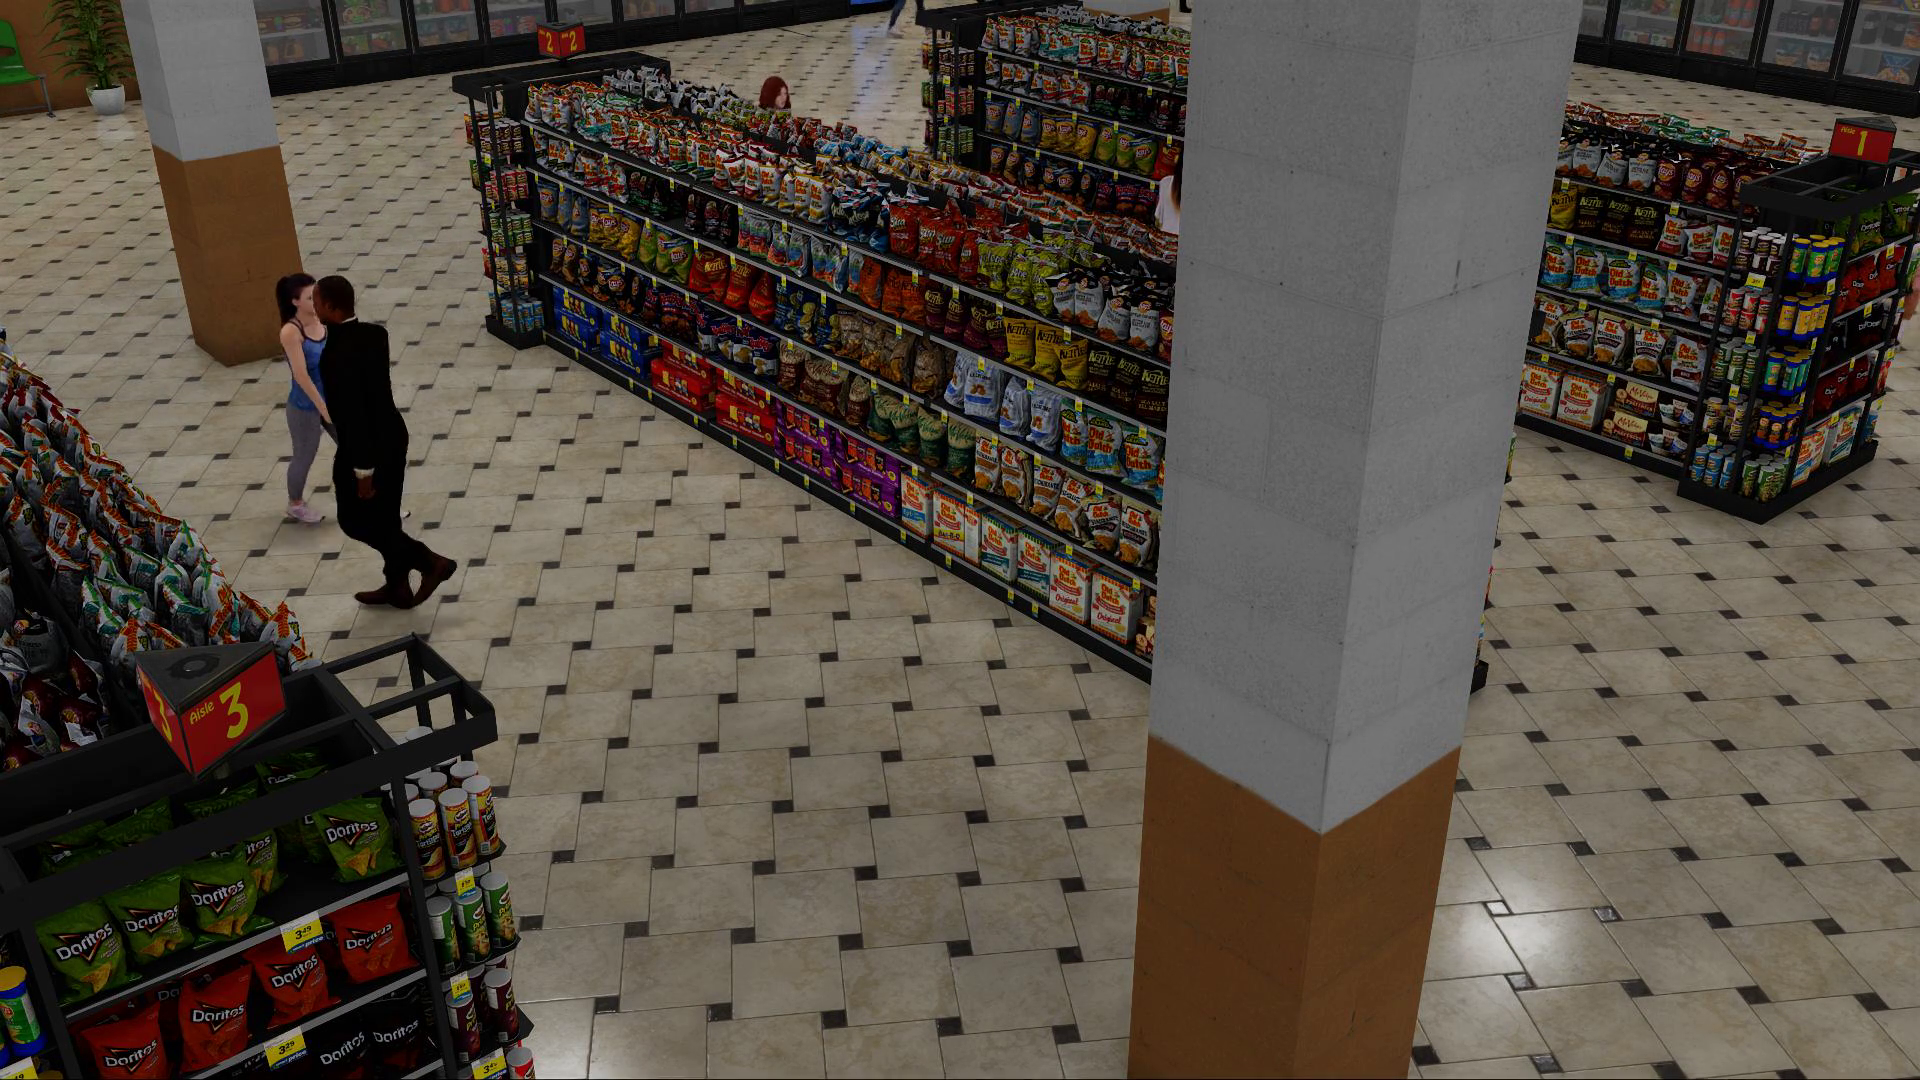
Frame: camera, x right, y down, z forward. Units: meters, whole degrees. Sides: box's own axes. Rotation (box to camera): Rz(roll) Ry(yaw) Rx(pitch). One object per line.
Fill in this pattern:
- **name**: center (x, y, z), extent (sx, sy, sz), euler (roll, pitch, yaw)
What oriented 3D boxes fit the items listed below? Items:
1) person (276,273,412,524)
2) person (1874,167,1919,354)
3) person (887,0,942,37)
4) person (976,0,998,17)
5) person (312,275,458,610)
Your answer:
- **person**: center (-3.836, -0.774, 9.732), extent (1.104, 1.569, 0.920), euler (7, 28, 14)
- **person**: center (7.164, -2.261, 12.444), extent (0.878, 1.768, 0.933), euler (4, 27, 8)
- **person**: center (-0.805, -8.125, 24.196), extent (1.141, 1.598, 1.046), euler (4, 27, 8)
- **person**: center (0.399, -8.696, 25.088), extent (0.847, 1.809, 0.976), euler (-9, 28, -18)
- **person**: center (-3.016, -0.464, 8.772), extent (1.043, 1.884, 0.979), euler (2, 27, 5)
